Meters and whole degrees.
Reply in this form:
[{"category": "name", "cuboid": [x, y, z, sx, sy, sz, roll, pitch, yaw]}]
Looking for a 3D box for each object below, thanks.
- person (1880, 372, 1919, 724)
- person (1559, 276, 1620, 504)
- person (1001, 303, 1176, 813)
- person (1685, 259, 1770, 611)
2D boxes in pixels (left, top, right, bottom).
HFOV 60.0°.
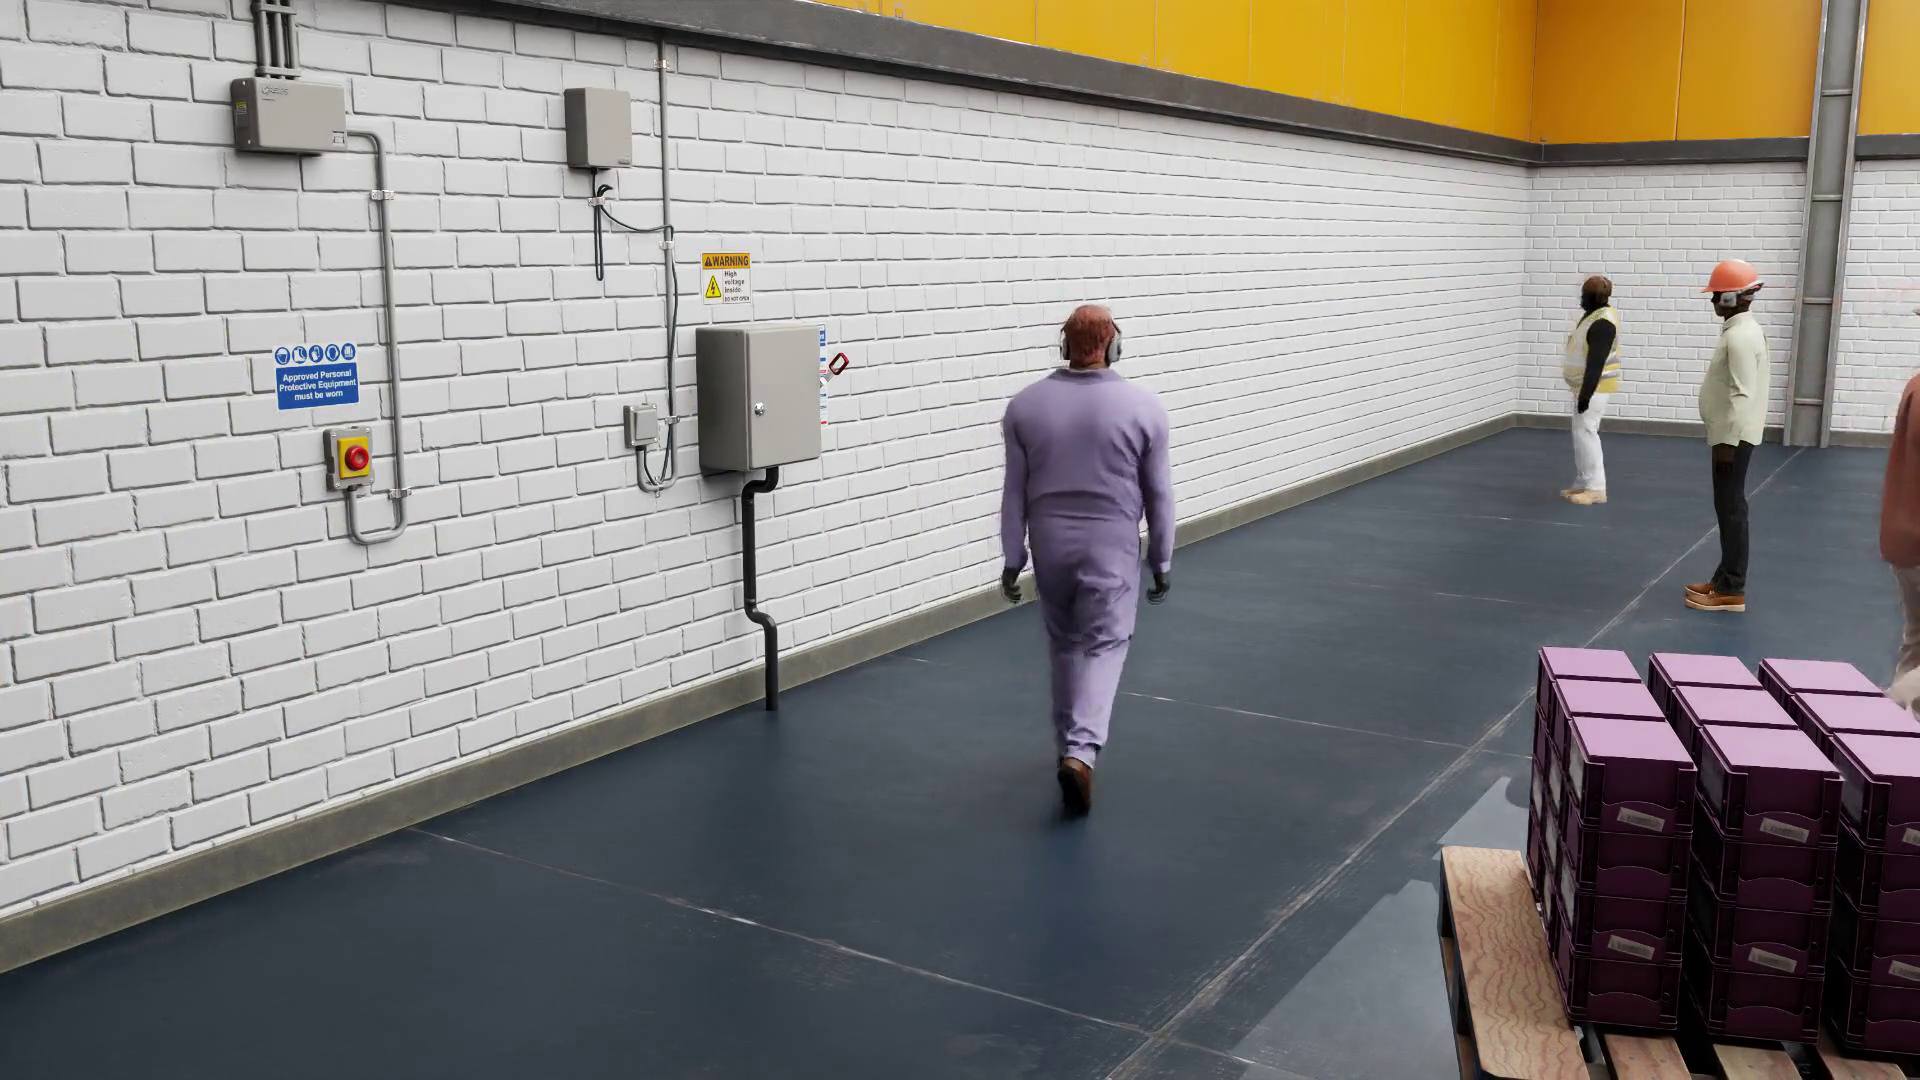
[{"category": "person", "cuboid": [3.568, 0.023, 6.109, 0.504, 1.977, 0.628, 3, 11, 15]}, {"category": "person", "cuboid": [5.052, -1.196, 13.346, 0.431, 1.822, 0.678, 3, 11, 18]}, {"category": "person", "cuboid": [0.467, 0.050, 6.281, 0.657, 1.876, 0.902, 4, 11, 19]}, {"category": "person", "cuboid": [4.373, -0.592, 9.480, 0.390, 1.990, 0.623, 5, 11, 25]}]
